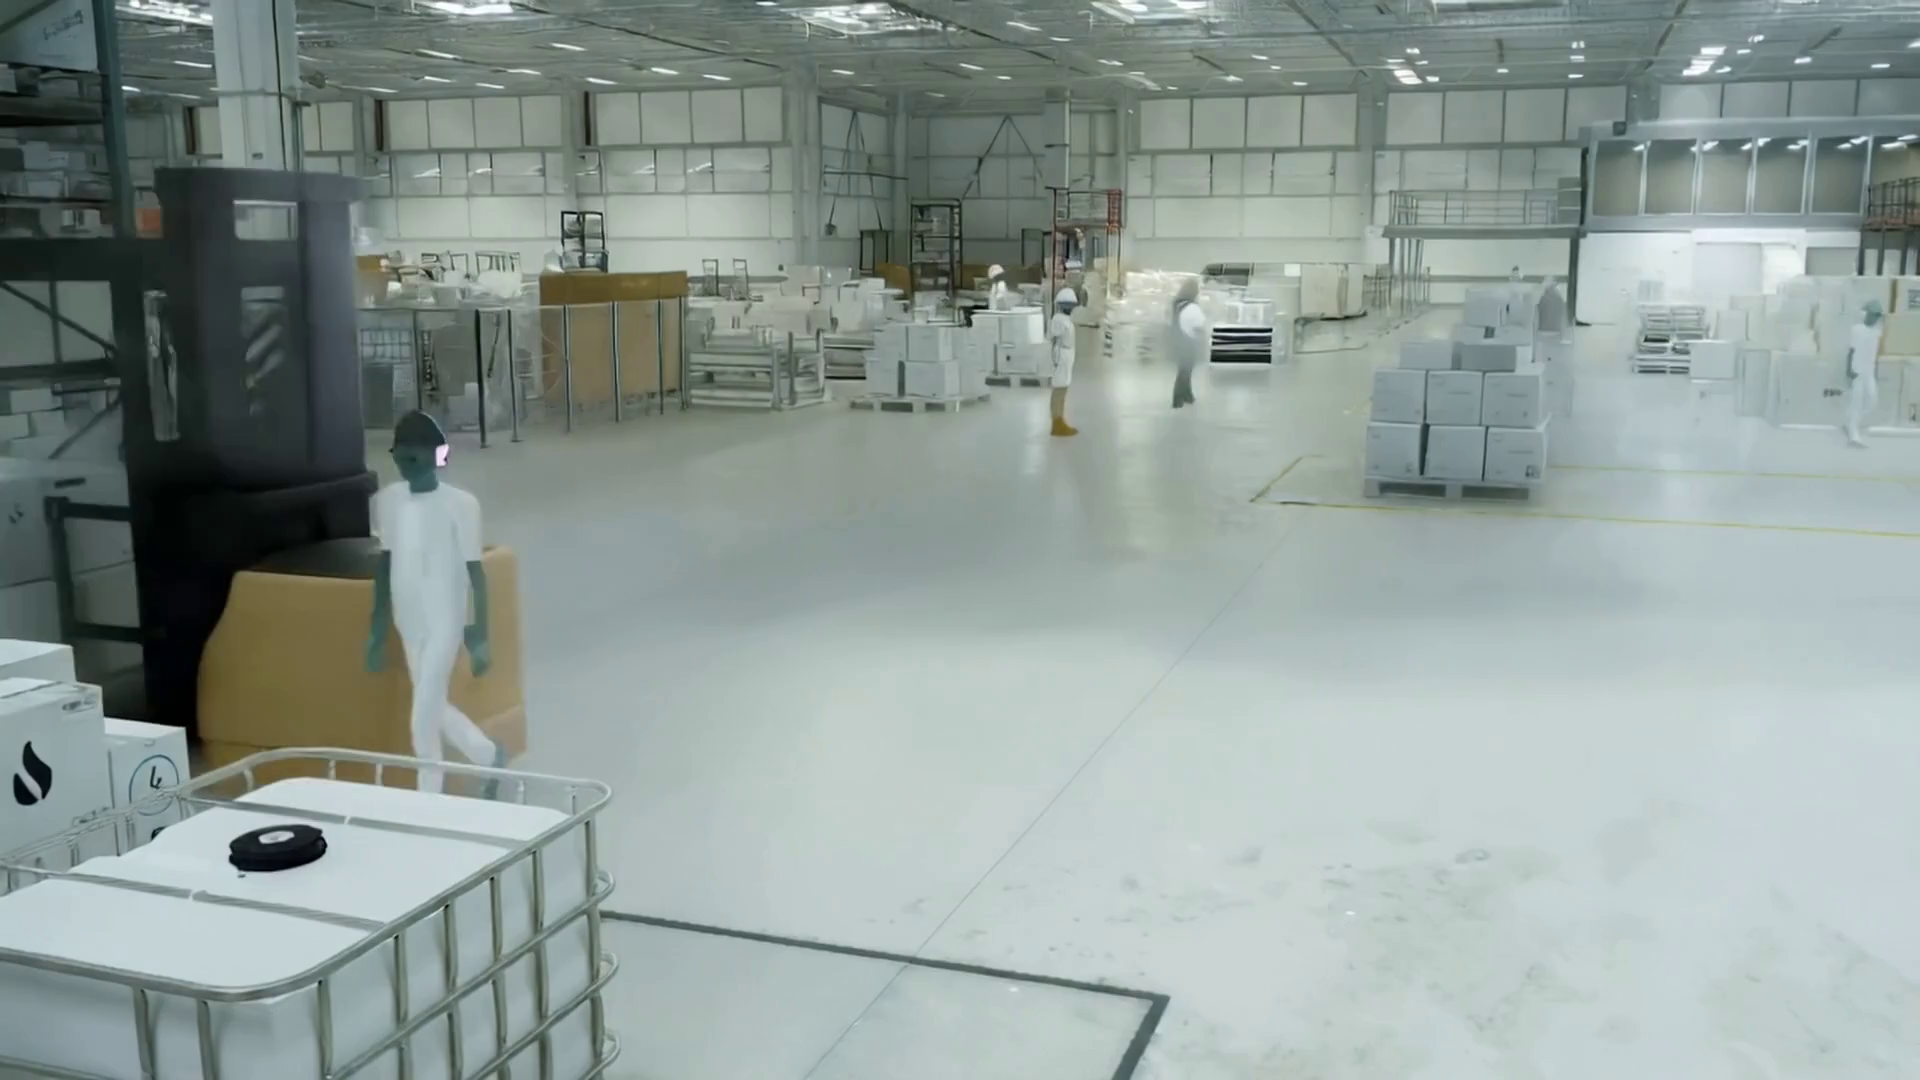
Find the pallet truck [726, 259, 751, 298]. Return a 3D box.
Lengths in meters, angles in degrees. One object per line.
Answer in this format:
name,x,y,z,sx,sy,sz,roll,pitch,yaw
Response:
pallet truck,-7.986,-9.493,62.019,0.823,1.965,1.885,3,11,17

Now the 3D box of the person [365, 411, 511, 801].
person,-2.187,0.354,7.020,0.505,1.844,0.897,4,11,23

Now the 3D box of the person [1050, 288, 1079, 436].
person,1.386,-2.343,21.920,0.374,1.939,0.545,5,11,25

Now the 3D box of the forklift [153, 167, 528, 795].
forklift,-3.116,-0.284,7.672,1.873,2.768,1.129,3,11,19

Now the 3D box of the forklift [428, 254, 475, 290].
forklift,-20.133,-10.254,65.465,1.157,1.987,2.680,3,11,19

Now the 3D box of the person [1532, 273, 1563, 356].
person,10.782,-3.893,30.535,0.621,1.978,0.430,-5,11,-28

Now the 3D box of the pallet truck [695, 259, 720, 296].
pallet truck,-9.165,-9.627,62.776,0.823,1.965,1.885,4,11,23

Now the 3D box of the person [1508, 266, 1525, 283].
person,16.630,-7.271,49.824,0.337,1.882,0.583,-7,12,-35

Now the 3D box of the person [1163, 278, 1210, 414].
person,3.465,-2.905,24.795,0.940,2.000,0.709,-8,13,-36

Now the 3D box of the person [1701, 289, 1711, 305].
person,23.870,-7.854,53.145,0.936,1.872,0.658,-3,10,-15

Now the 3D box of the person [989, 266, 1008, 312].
person,0.957,-5.389,38.894,0.893,2.019,0.616,-7,12,-33

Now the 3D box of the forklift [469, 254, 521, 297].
forklift,-17.990,-10.121,64.684,1.157,1.987,2.680,3,11,17

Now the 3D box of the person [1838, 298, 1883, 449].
person,11.121,-2.058,20.571,0.521,1.856,0.491,-3,10,-14
